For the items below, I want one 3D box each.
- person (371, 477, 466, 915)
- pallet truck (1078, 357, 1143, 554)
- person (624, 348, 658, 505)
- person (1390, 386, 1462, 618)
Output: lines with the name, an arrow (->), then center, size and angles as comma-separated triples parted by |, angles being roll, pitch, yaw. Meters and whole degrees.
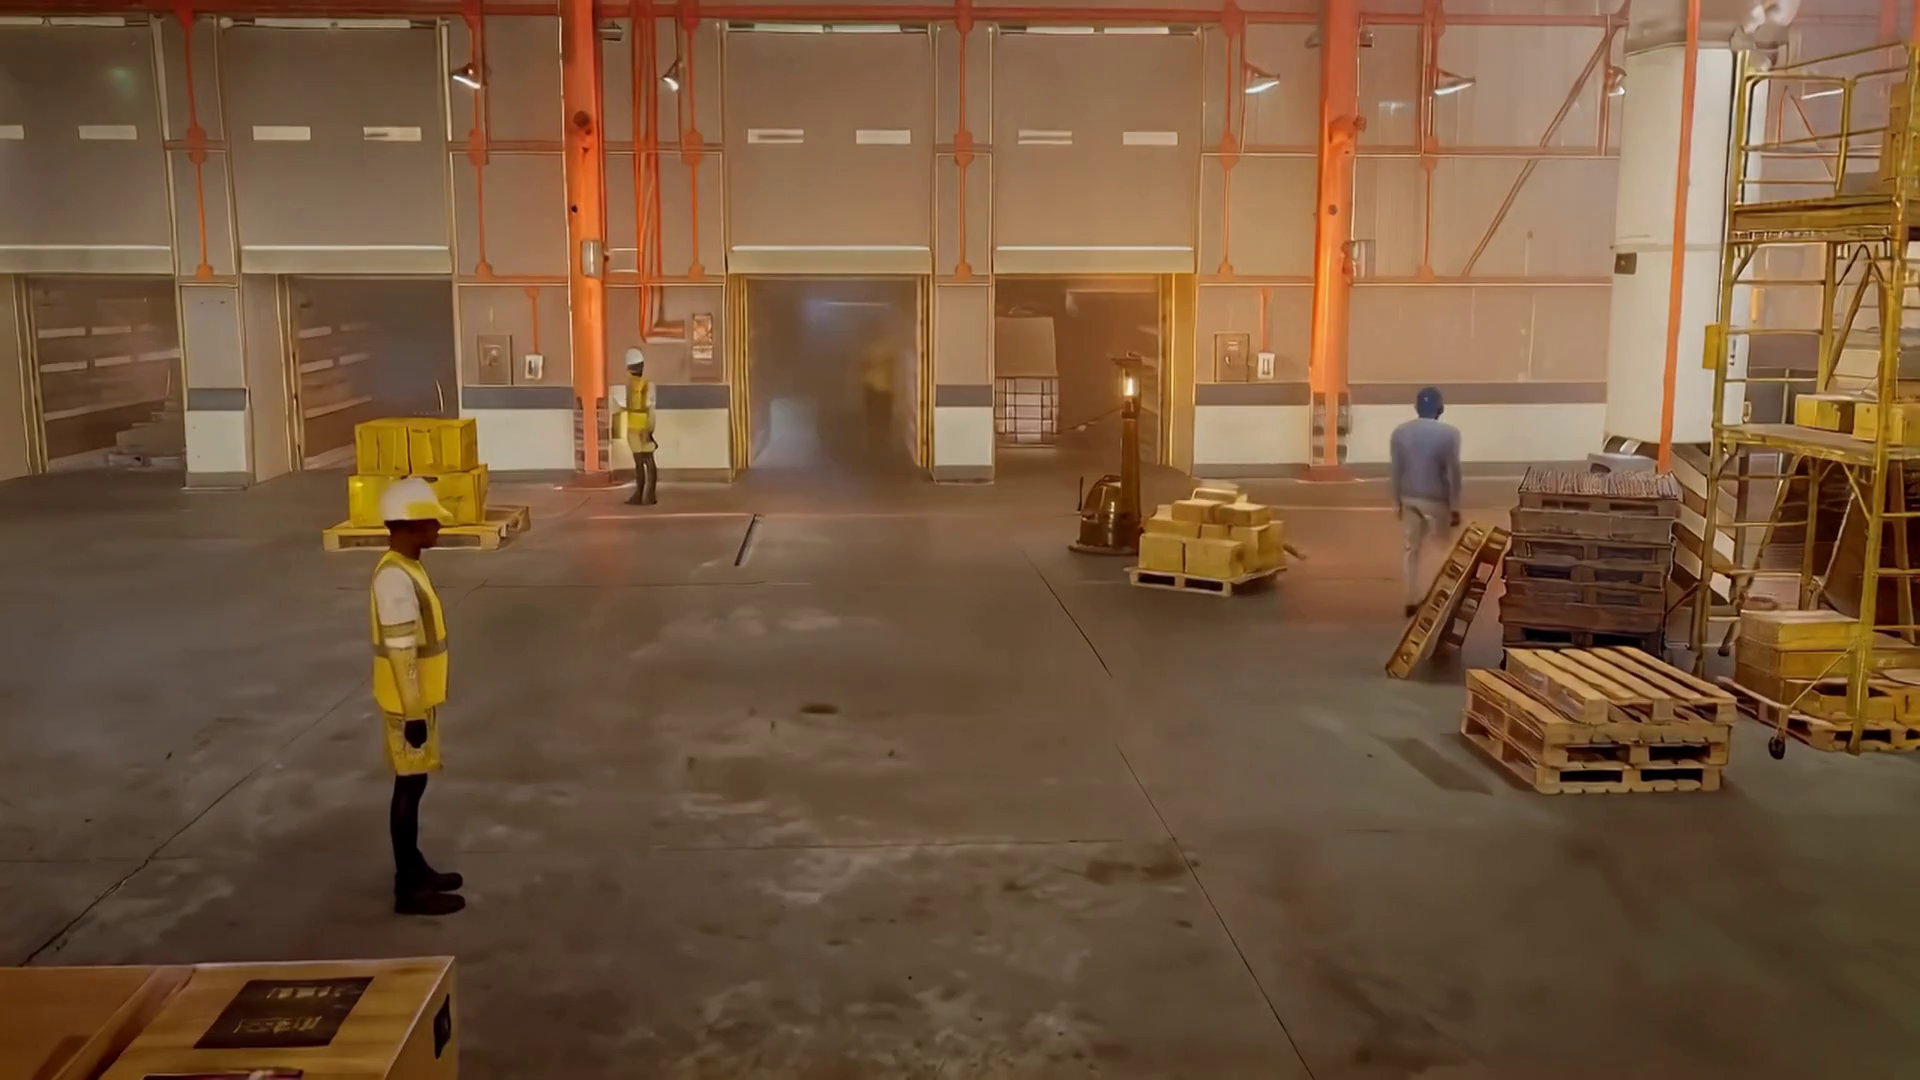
person -> -2.412, 0.684, 7.397 | 0.361, 1.940, 0.543 | -3, 9, -15
pallet truck -> 2.088, -0.836, 16.757 | 1.885, 1.965, 0.823 | 2, 9, 13
person -> -3.947, -1.392, 20.472 | 0.544, 1.930, 0.389 | 8, 12, 42
person -> 3.823, -0.299, 13.619 | 0.446, 1.924, 0.658 | -8, 12, -42
